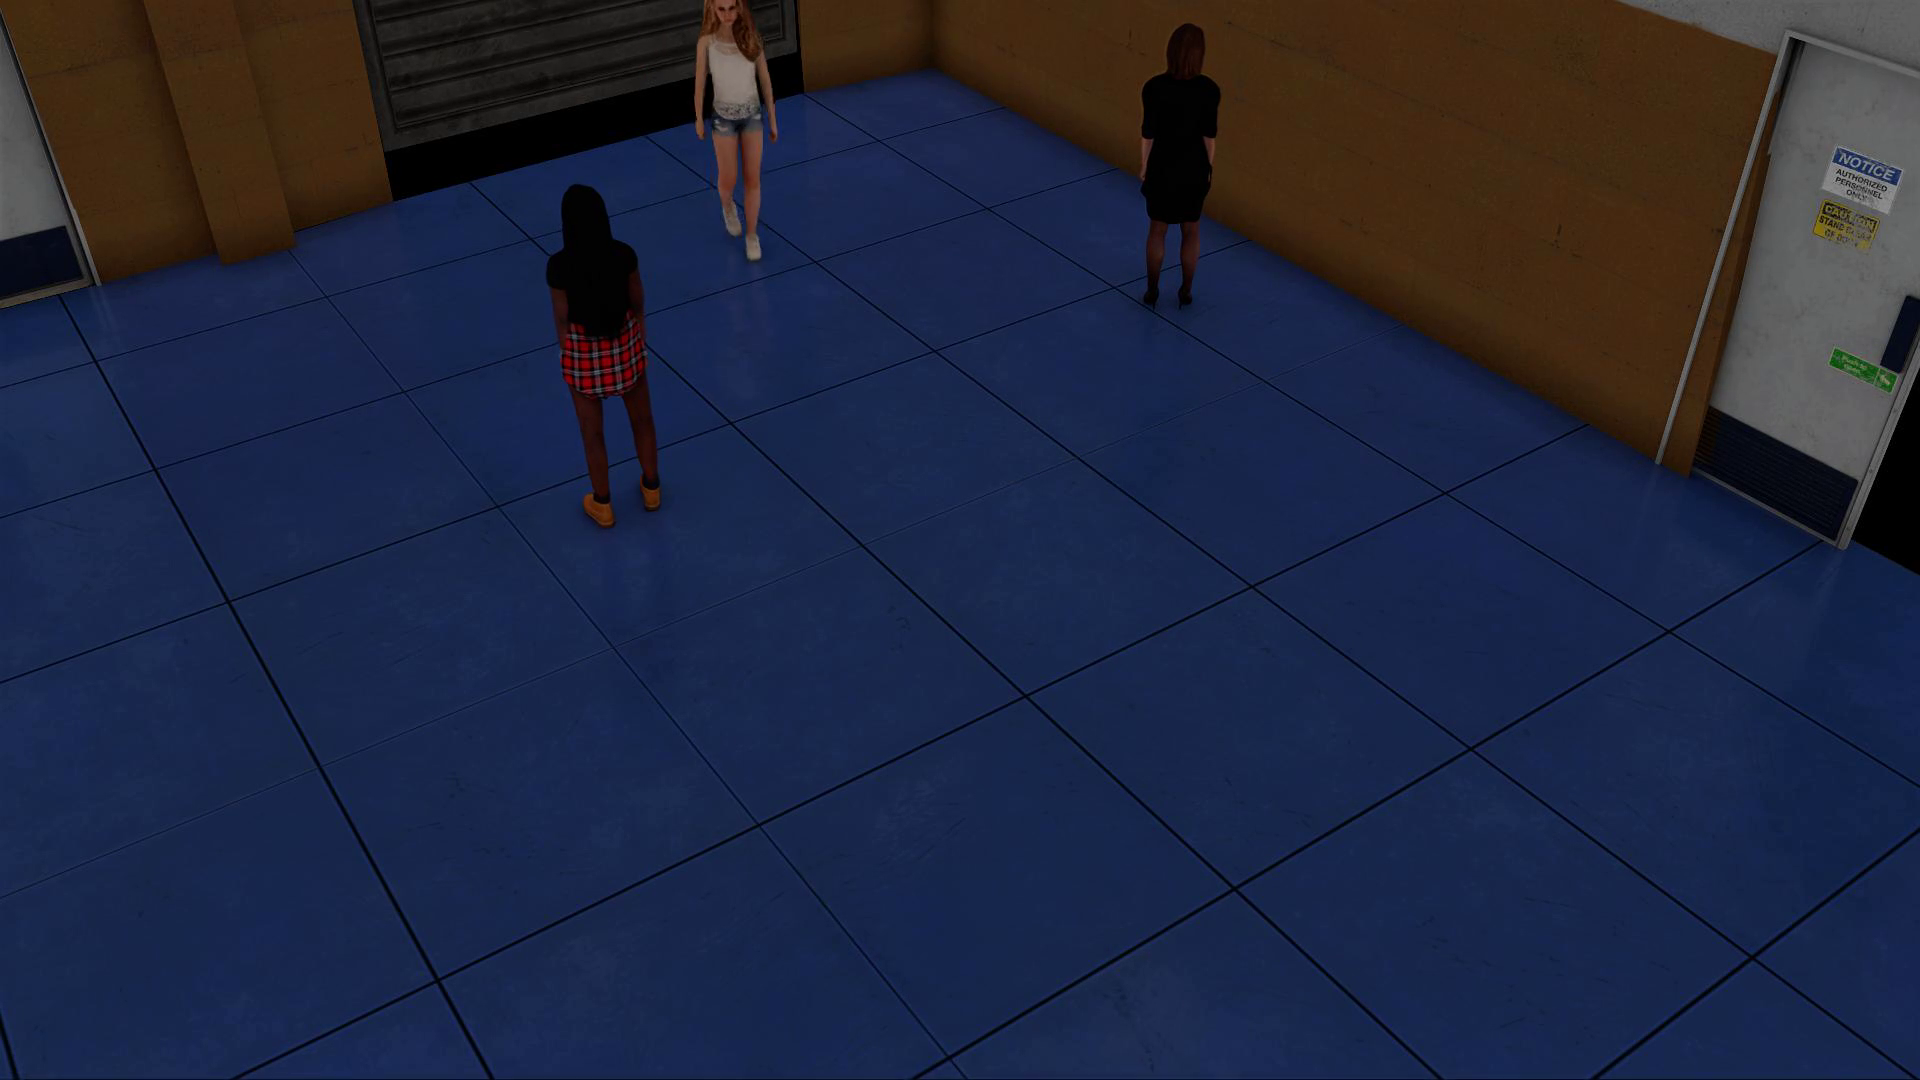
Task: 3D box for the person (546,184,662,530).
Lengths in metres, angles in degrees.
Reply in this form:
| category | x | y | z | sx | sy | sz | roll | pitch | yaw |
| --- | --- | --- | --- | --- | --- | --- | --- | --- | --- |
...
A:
| category | x | y | z | sx | sy | sz | roll | pitch | yaw |
| --- | --- | --- | --- | --- | --- | --- | --- | --- | --- |
| person | -1.677 | -0.858 | 7.854 | 0.536 | 1.725 | 0.662 | -21 | 42 | -25 |

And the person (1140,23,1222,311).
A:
| category | x | y | z | sx | sy | sz | roll | pitch | yaw |
| --- | --- | --- | --- | --- | --- | --- | --- | --- | --- |
| person | 1.245 | -2.110 | 9.523 | 0.633 | 1.706 | 0.712 | 3 | 37 | 4 |

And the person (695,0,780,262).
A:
| category | x | y | z | sx | sy | sz | roll | pitch | yaw |
| --- | --- | --- | --- | --- | --- | --- | --- | --- | --- |
| person | -1.373 | -2.577 | 10.128 | 0.767 | 1.744 | 0.807 | -12 | 39 | -15 |
